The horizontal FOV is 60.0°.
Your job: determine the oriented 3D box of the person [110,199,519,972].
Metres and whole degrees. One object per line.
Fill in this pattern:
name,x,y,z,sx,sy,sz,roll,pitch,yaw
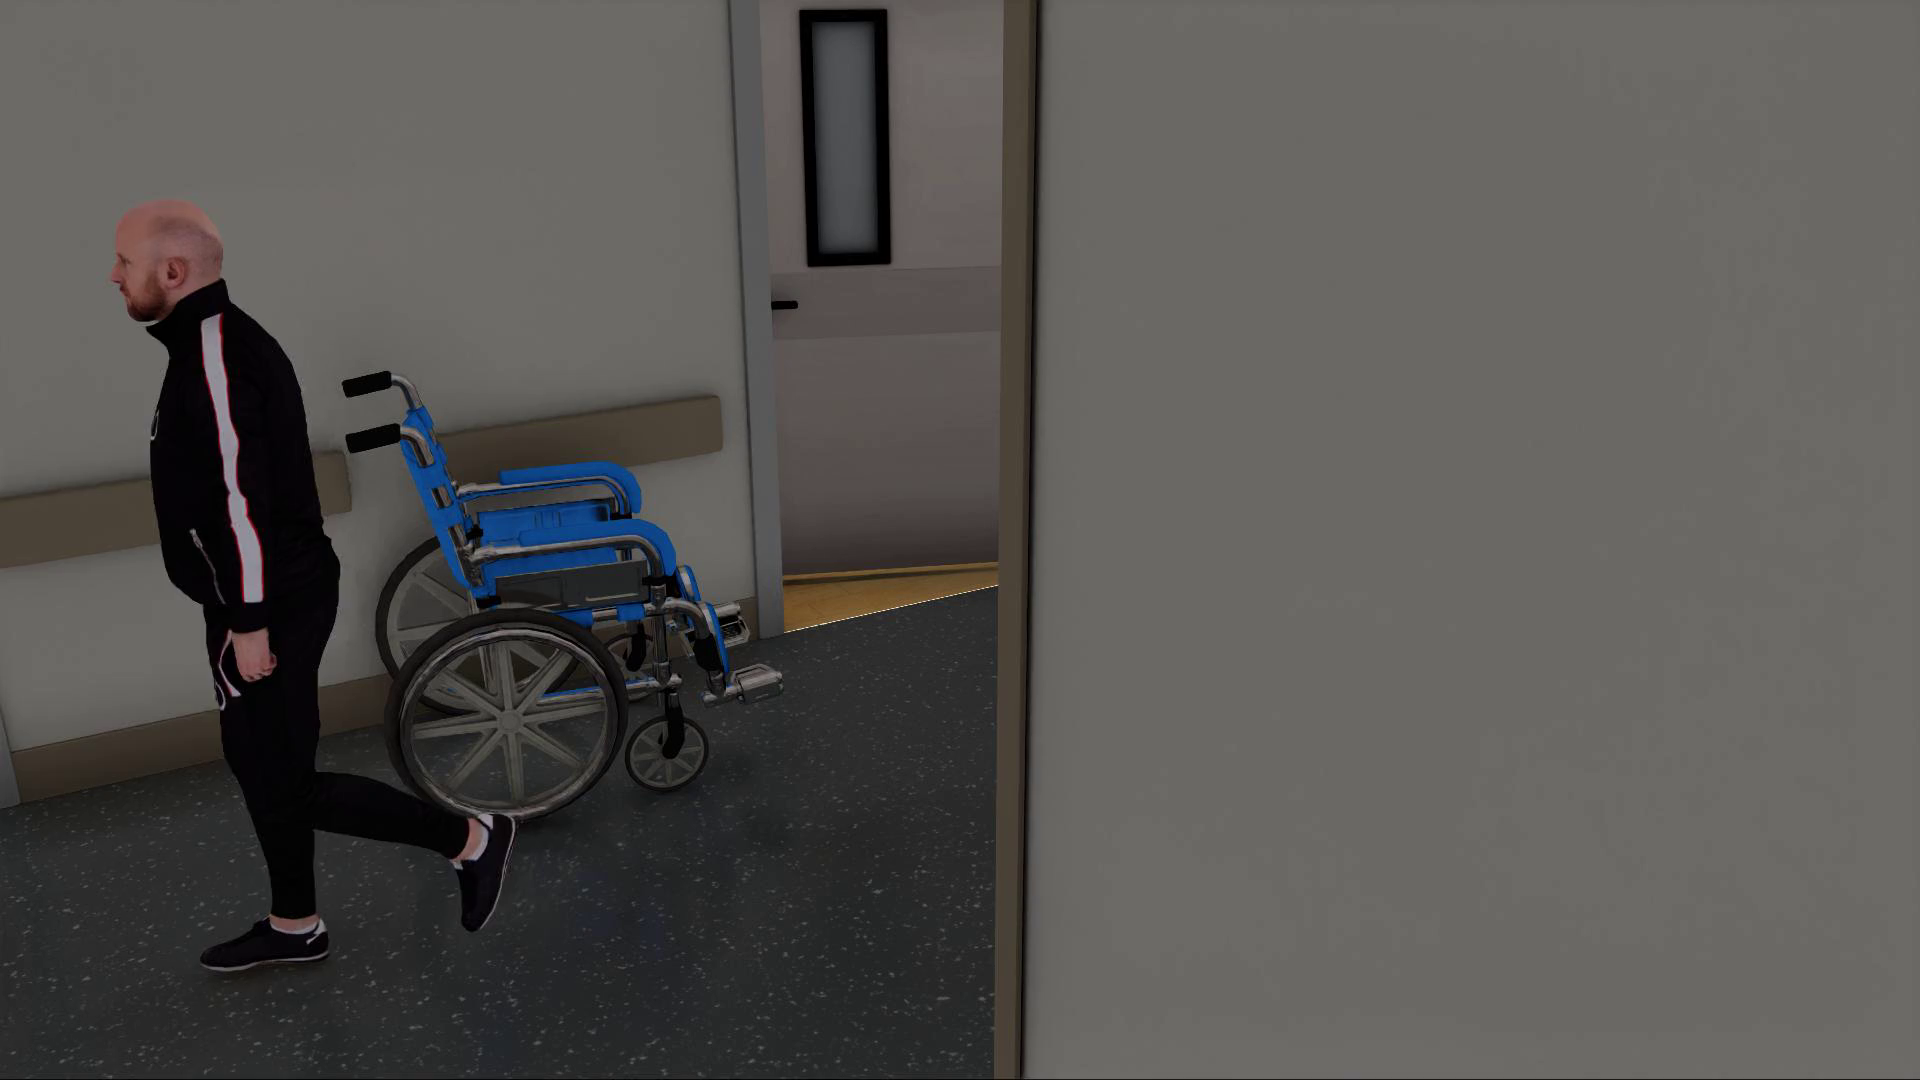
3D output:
person,-1.448,0.160,3.709,1.016,1.815,0.787,-10,23,-24
